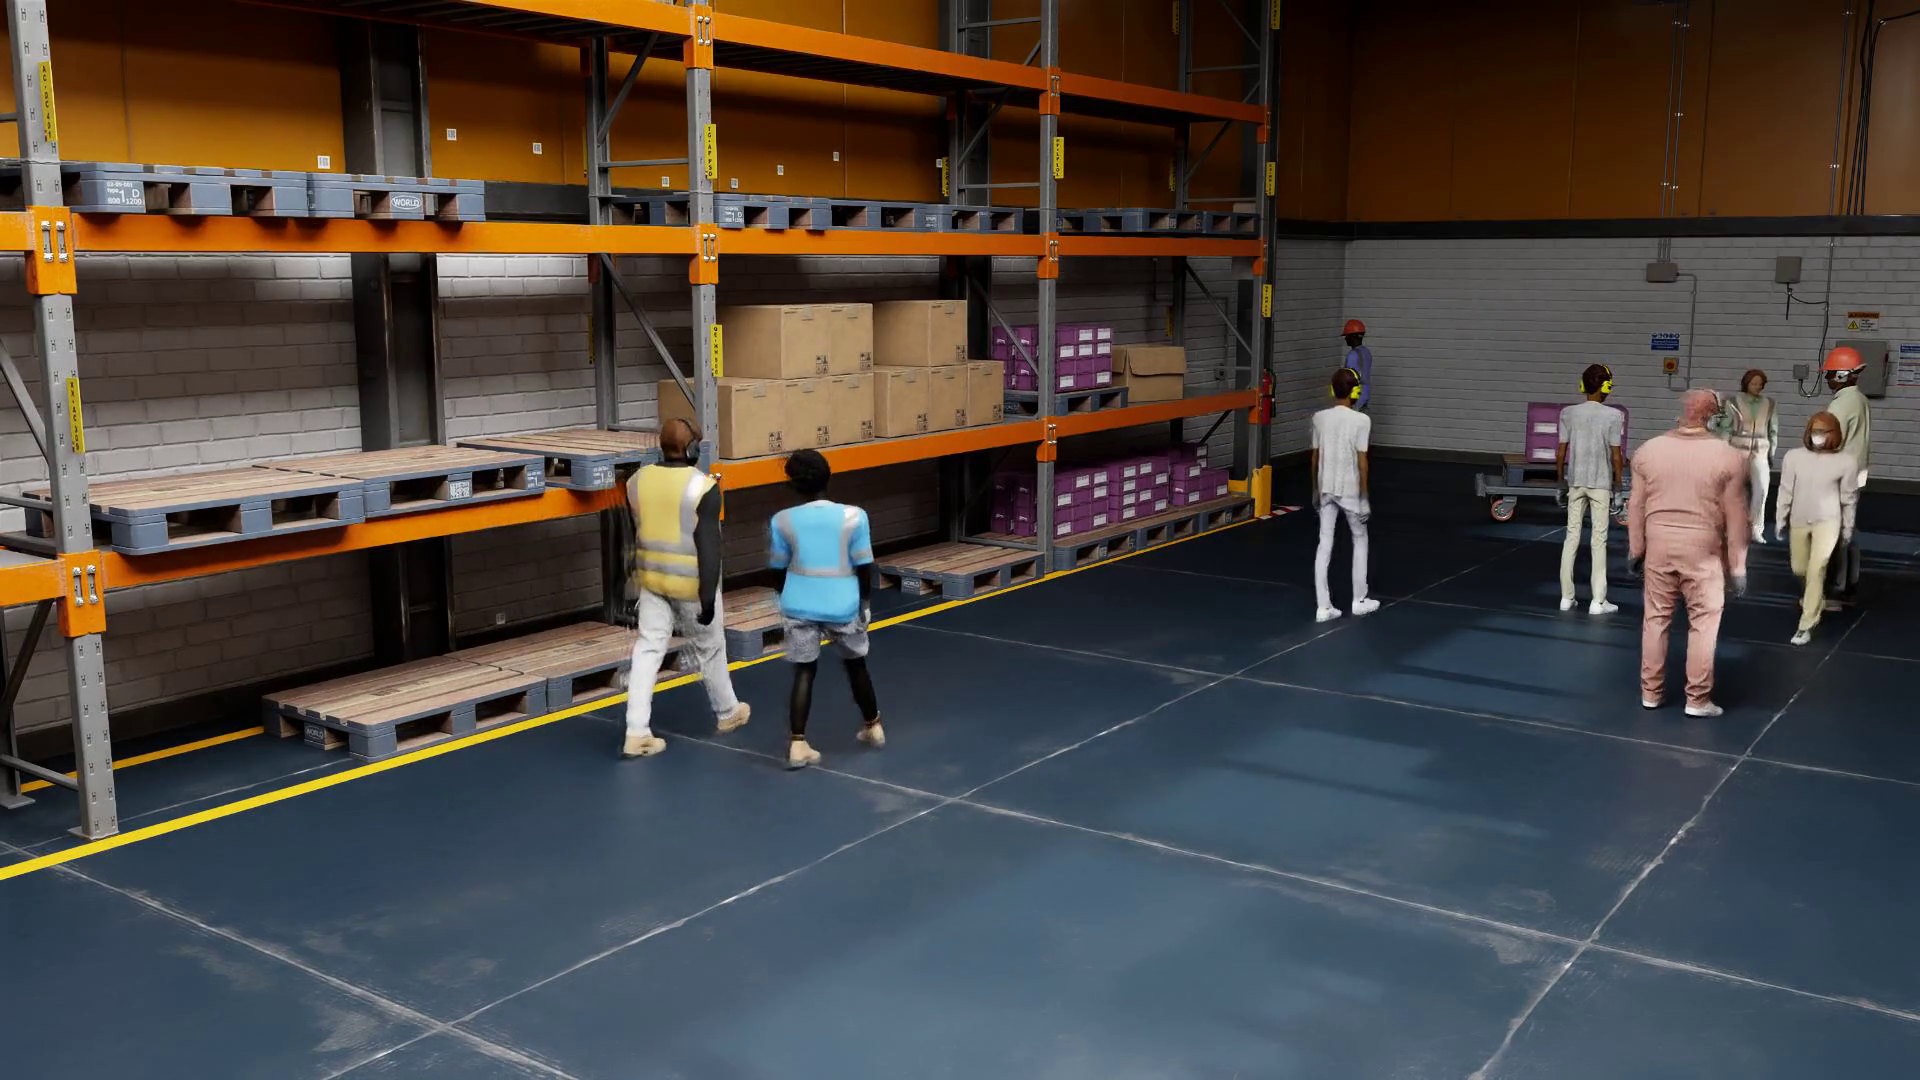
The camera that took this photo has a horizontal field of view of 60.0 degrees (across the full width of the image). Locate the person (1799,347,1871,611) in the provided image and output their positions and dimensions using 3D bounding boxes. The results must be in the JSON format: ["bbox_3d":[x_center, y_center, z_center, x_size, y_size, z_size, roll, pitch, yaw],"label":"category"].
[{"bbox_3d":[6.630,-0.460,12.563,0.404,1.987,0.608,9,13,42],"label":"person"}]

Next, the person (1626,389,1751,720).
[{"bbox_3d":[4.209,0.082,9.618,0.691,1.895,0.405,9,13,43],"label":"person"}]

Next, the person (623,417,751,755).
[{"bbox_3d":[-1.512,0.236,8.988,0.629,1.800,0.964,4,11,25],"label":"person"}]

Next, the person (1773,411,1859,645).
[{"bbox_3d":[5.986,-0.112,11.595,0.777,1.604,0.485,-9,13,-42],"label":"person"}]

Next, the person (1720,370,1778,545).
[{"bbox_3d":[7.325,-0.759,15.424,0.548,1.613,0.686,1,10,7],"label":"person"}]

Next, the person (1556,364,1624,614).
[{"bbox_3d":[4.709,-0.377,12.425,0.517,1.862,0.327,9,13,43],"label":"person"}]

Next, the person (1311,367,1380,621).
[{"bbox_3d":[2.865,-0.344,12.252,0.555,1.846,0.768,9,13,42],"label":"person"}]

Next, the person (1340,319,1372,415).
[{"bbox_3d":[4.724,-1.678,19.974,0.380,1.929,0.540,6,11,32],"label":"person"}]

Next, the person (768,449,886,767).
[{"bbox_3d":[-0.695,0.347,8.706,0.596,1.655,0.594,0,10,0],"label":"person"}]
